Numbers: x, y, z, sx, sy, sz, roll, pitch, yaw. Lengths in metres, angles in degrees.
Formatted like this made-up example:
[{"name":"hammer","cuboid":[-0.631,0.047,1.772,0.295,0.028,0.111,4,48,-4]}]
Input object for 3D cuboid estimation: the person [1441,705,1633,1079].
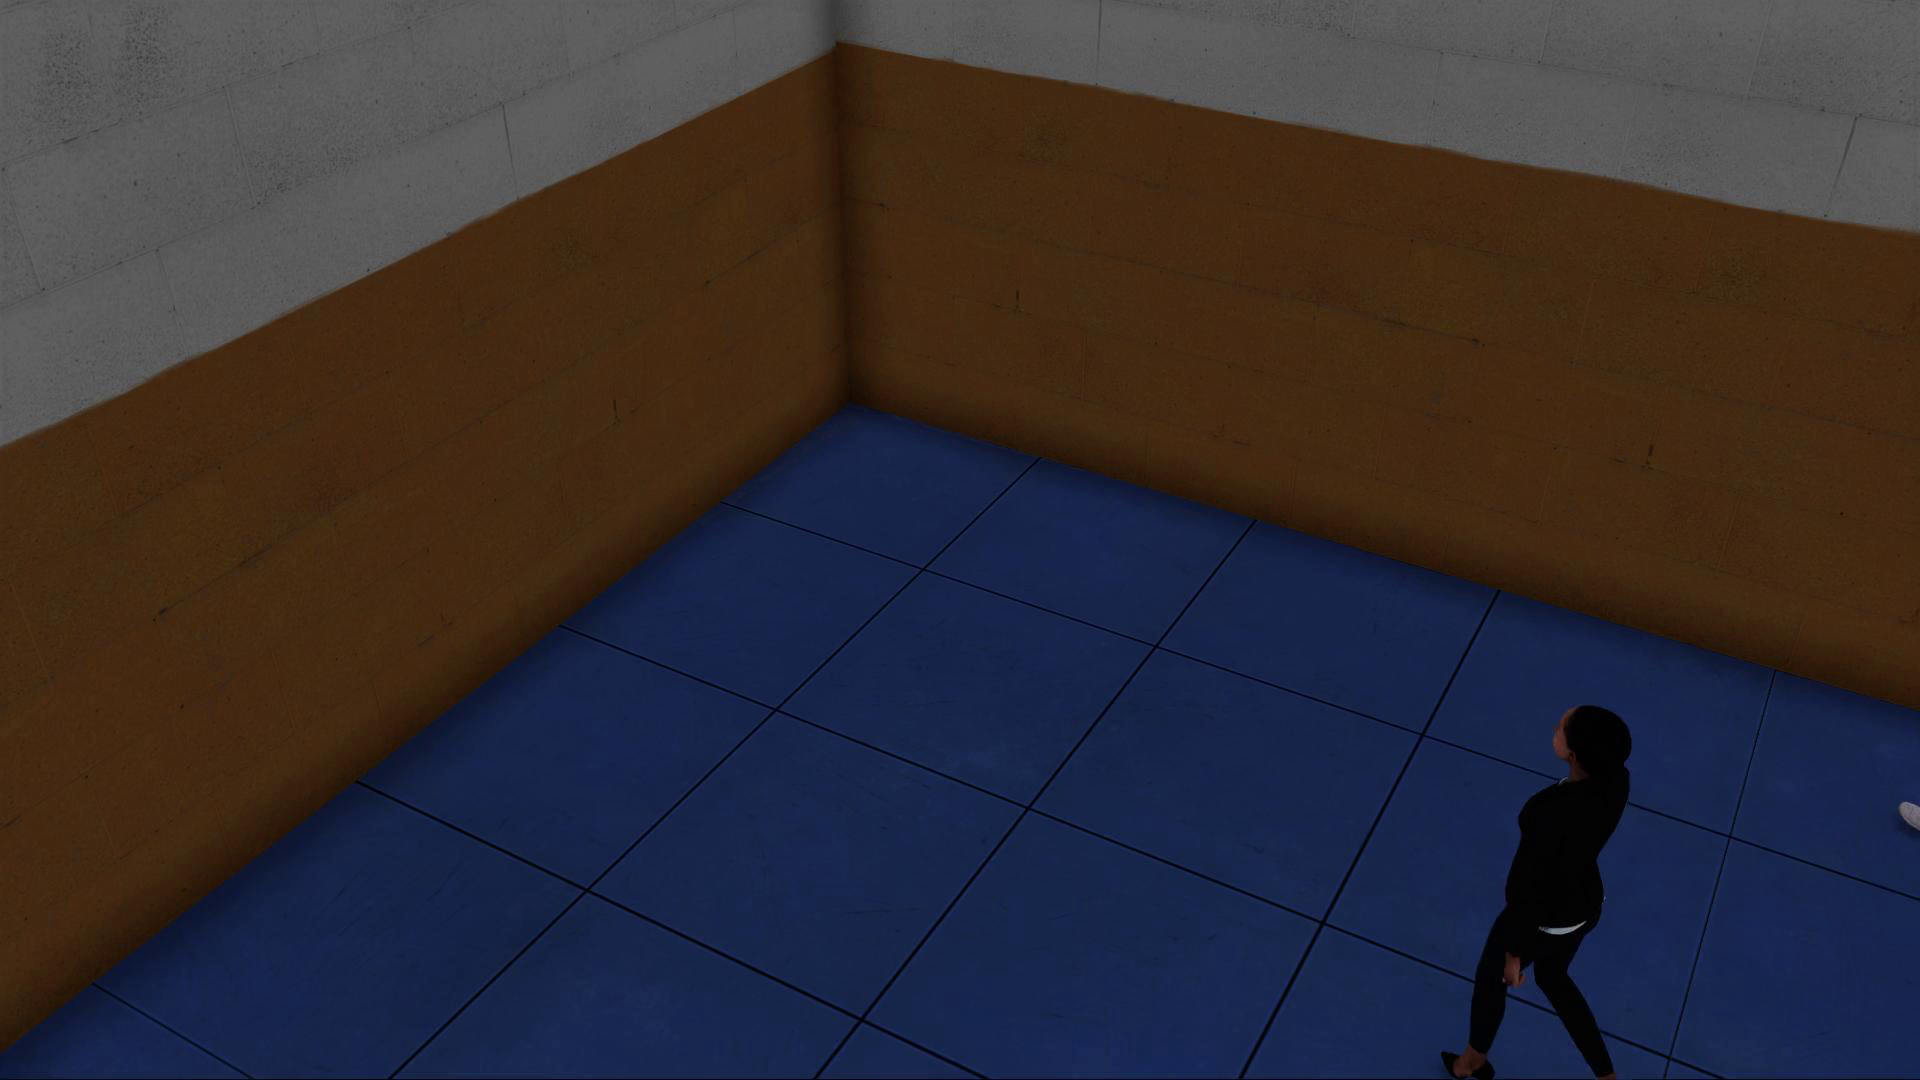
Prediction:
[{"name":"person","cuboid":[1.969,1.298,5.367,1.039,1.814,0.947,-22,39,-29]}]
